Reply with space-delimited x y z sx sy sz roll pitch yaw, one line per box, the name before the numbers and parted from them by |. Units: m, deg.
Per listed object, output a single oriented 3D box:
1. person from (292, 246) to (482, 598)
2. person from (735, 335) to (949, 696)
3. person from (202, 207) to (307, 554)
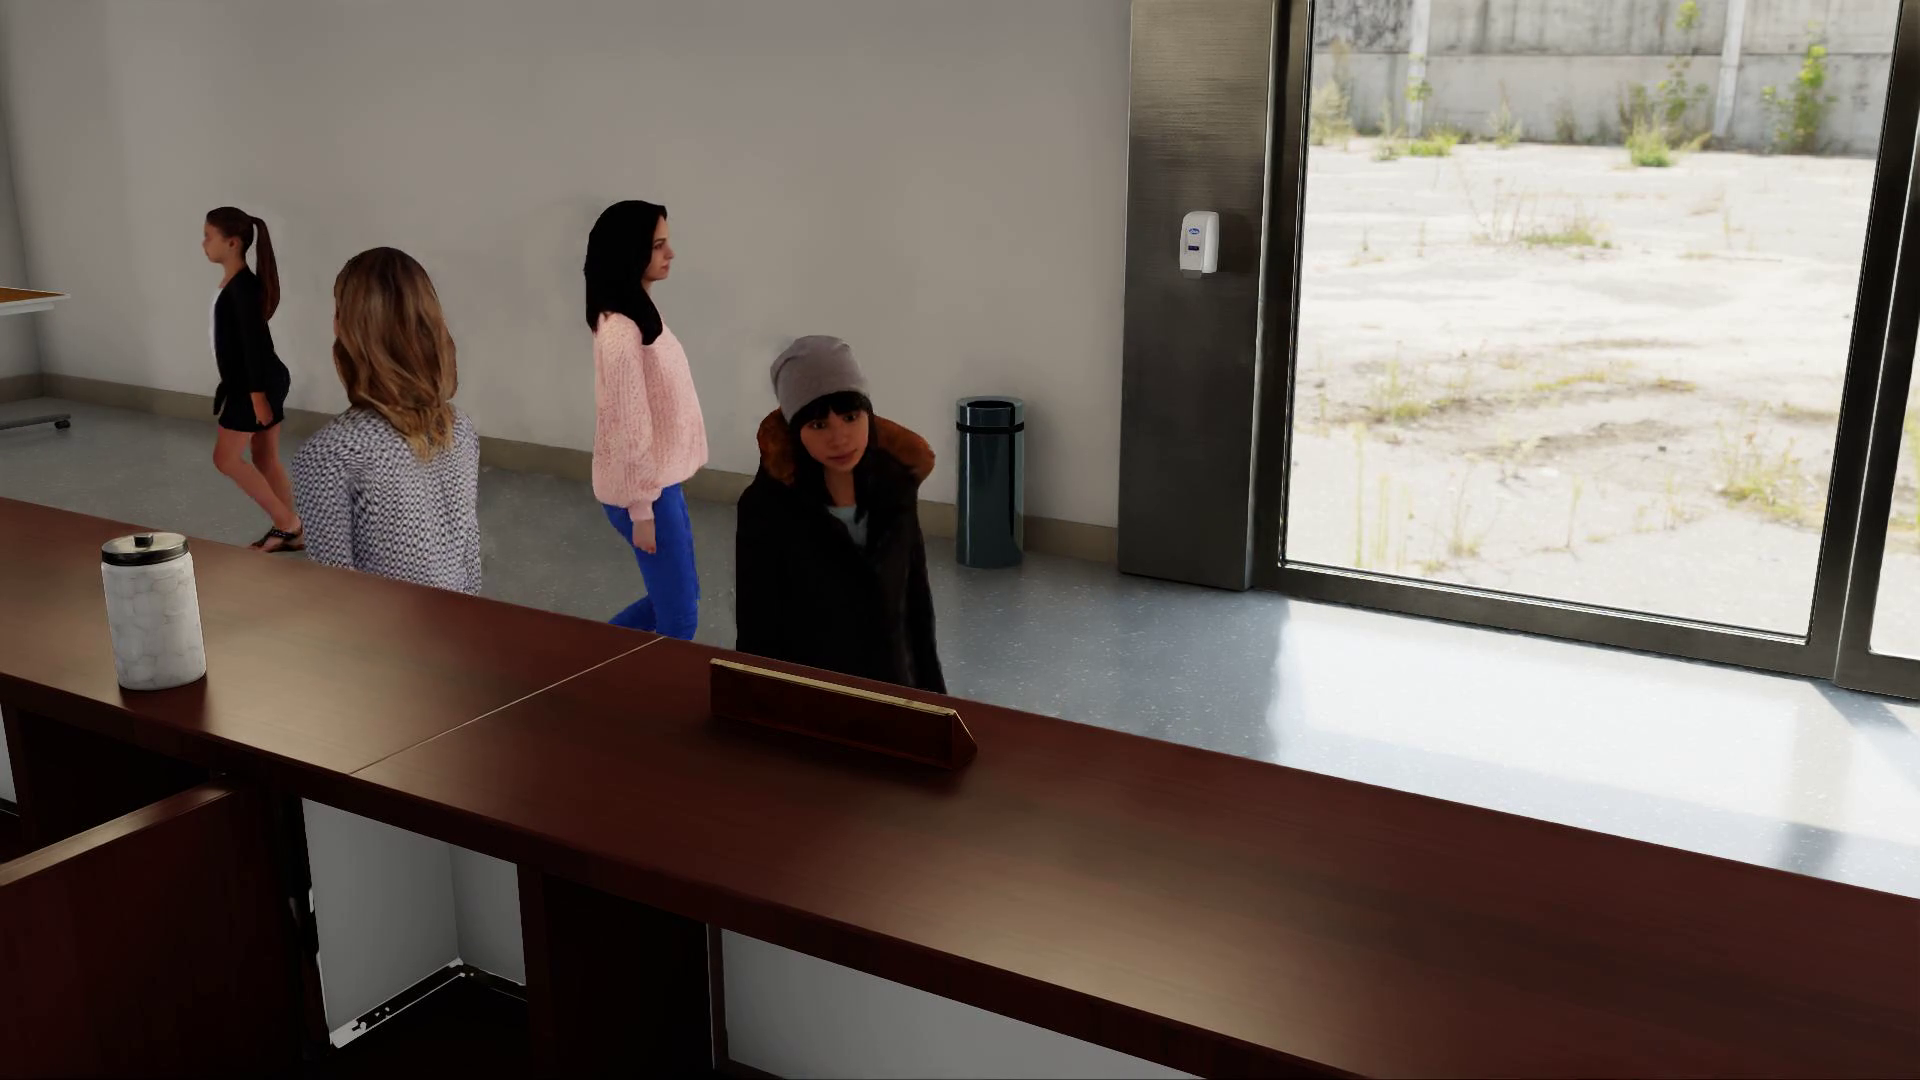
person | -1.003 0.348 3.253 0.692 1.770 0.907 8 18 26
person | -0.300 0.371 3.451 0.886 1.617 0.901 -15 21 -42
person | -3.018 -0.678 7.312 0.733 1.542 0.671 -3 16 -11
